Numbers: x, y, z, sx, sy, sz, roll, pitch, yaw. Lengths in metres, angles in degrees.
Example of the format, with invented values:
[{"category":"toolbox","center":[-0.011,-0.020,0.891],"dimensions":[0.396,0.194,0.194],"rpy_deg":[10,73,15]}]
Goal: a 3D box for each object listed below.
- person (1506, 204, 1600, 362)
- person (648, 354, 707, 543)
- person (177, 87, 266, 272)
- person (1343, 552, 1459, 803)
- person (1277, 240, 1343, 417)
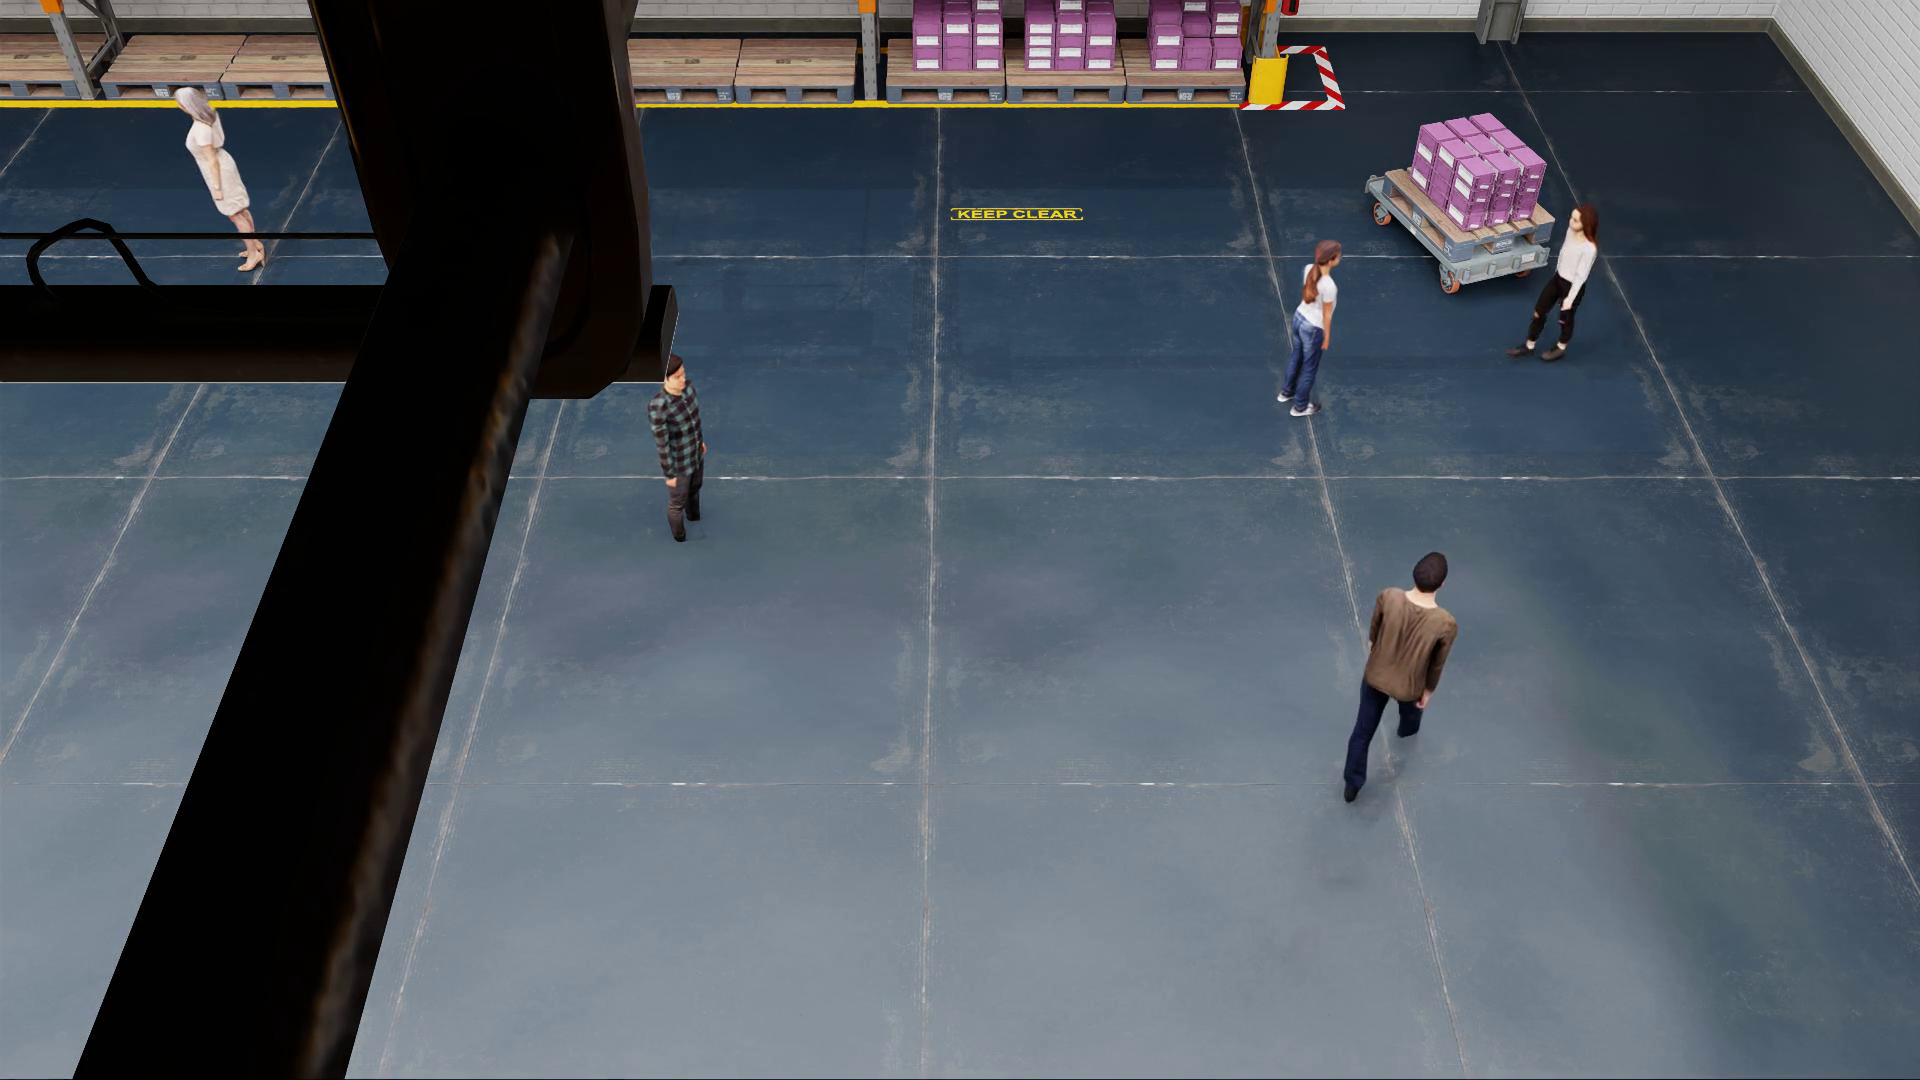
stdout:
[{"category":"person","center":[4.945,-2.057,13.360],"dimensions":[0.824,1.468,0.708],"rpy_deg":[-16,46,-16]},{"category":"person","center":[-1.989,-0.622,11.860],"dimensions":[0.665,1.715,0.745],"rpy_deg":[16,46,16]},{"category":"person","center":[-6.316,-3.100,14.262],"dimensions":[0.608,1.735,0.636],"rpy_deg":[-7,44,-8]},{"category":"person","center":[2.588,0.880,10.011],"dimensions":[1.176,1.837,1.074],"rpy_deg":[20,47,20]},{"category":"person","center":[2.725,-1.662,12.879],"dimensions":[0.616,1.561,0.595],"rpy_deg":[-16,46,-16]}]
